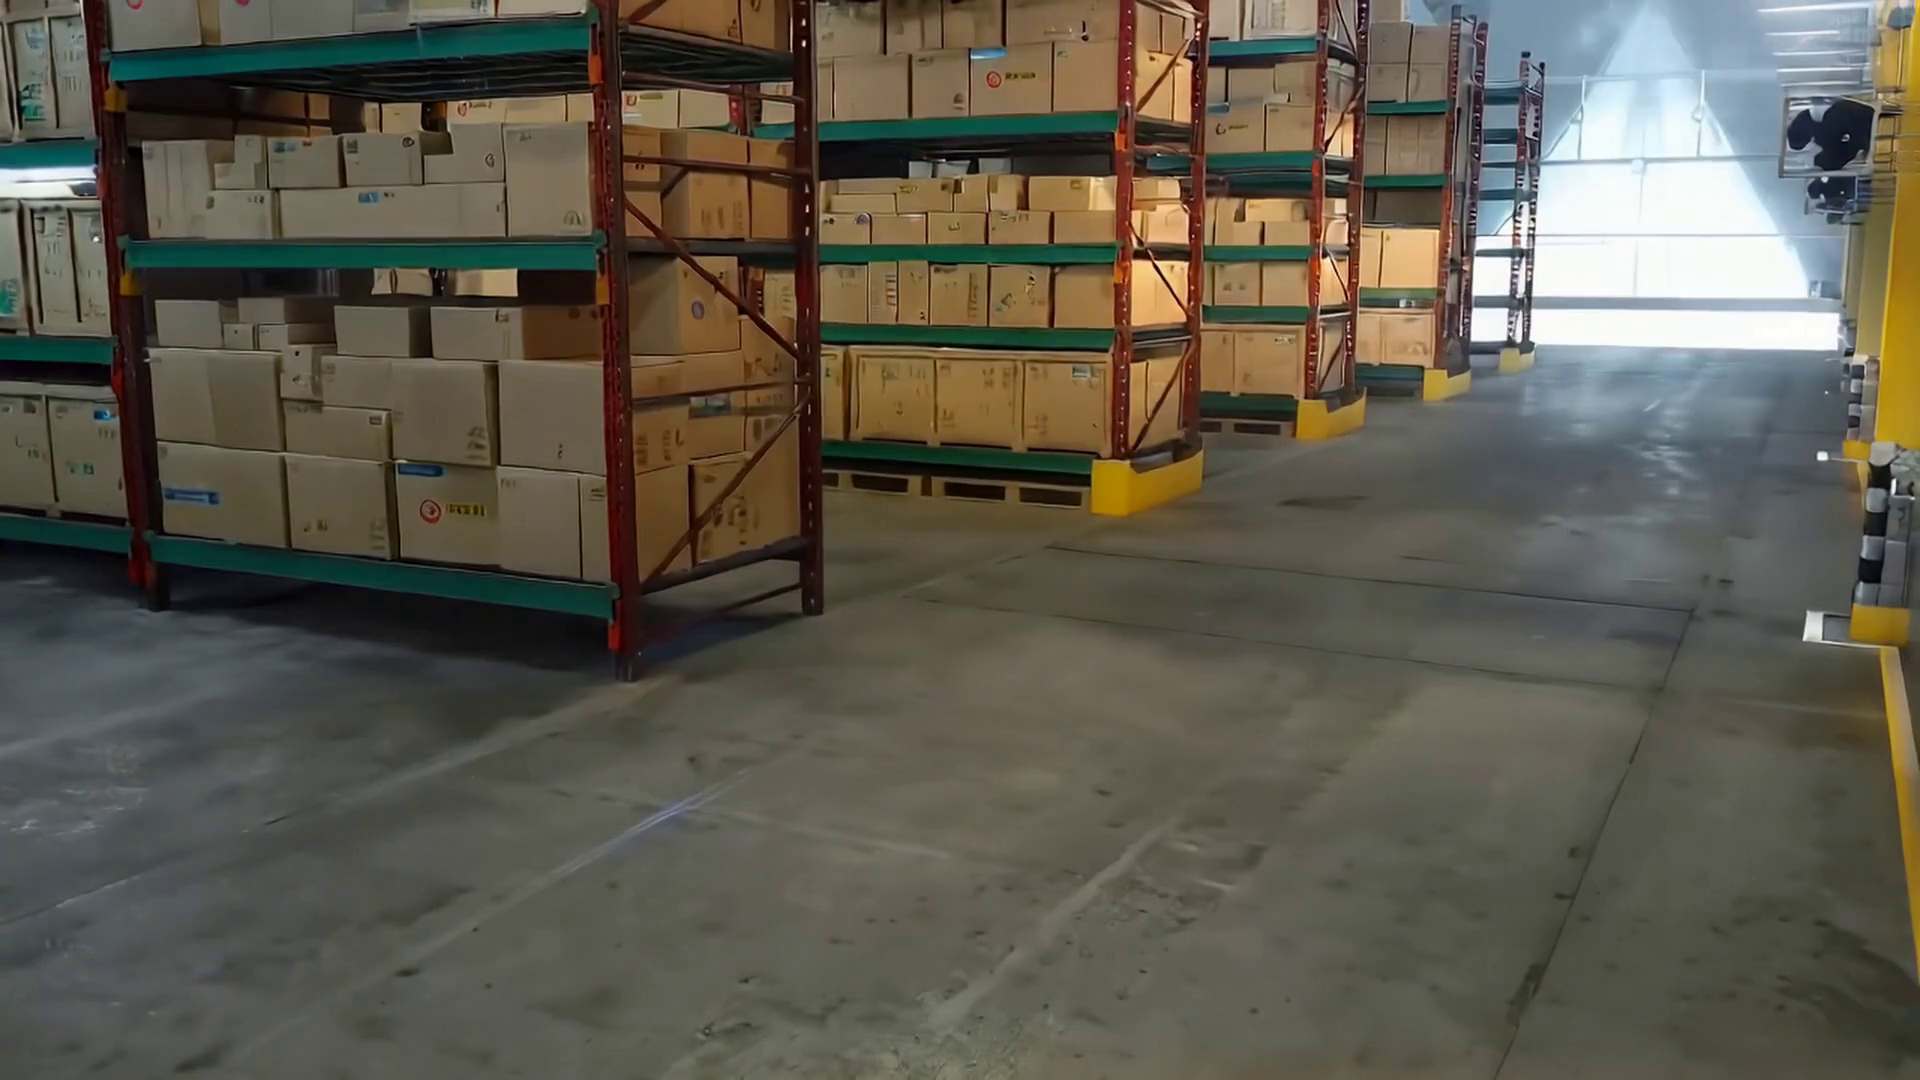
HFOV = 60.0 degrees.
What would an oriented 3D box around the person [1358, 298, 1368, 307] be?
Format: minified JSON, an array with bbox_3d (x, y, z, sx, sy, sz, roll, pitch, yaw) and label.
[{"bbox_3d":[7.759,-4.309,32.965,0.624,1.930,0.379,1,10,7],"label":"person"}]

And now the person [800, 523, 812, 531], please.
[{"bbox_3d":[-1.653,-0.928,13.803,0.923,1.789,0.599,0,10,-2],"label":"person"}]
